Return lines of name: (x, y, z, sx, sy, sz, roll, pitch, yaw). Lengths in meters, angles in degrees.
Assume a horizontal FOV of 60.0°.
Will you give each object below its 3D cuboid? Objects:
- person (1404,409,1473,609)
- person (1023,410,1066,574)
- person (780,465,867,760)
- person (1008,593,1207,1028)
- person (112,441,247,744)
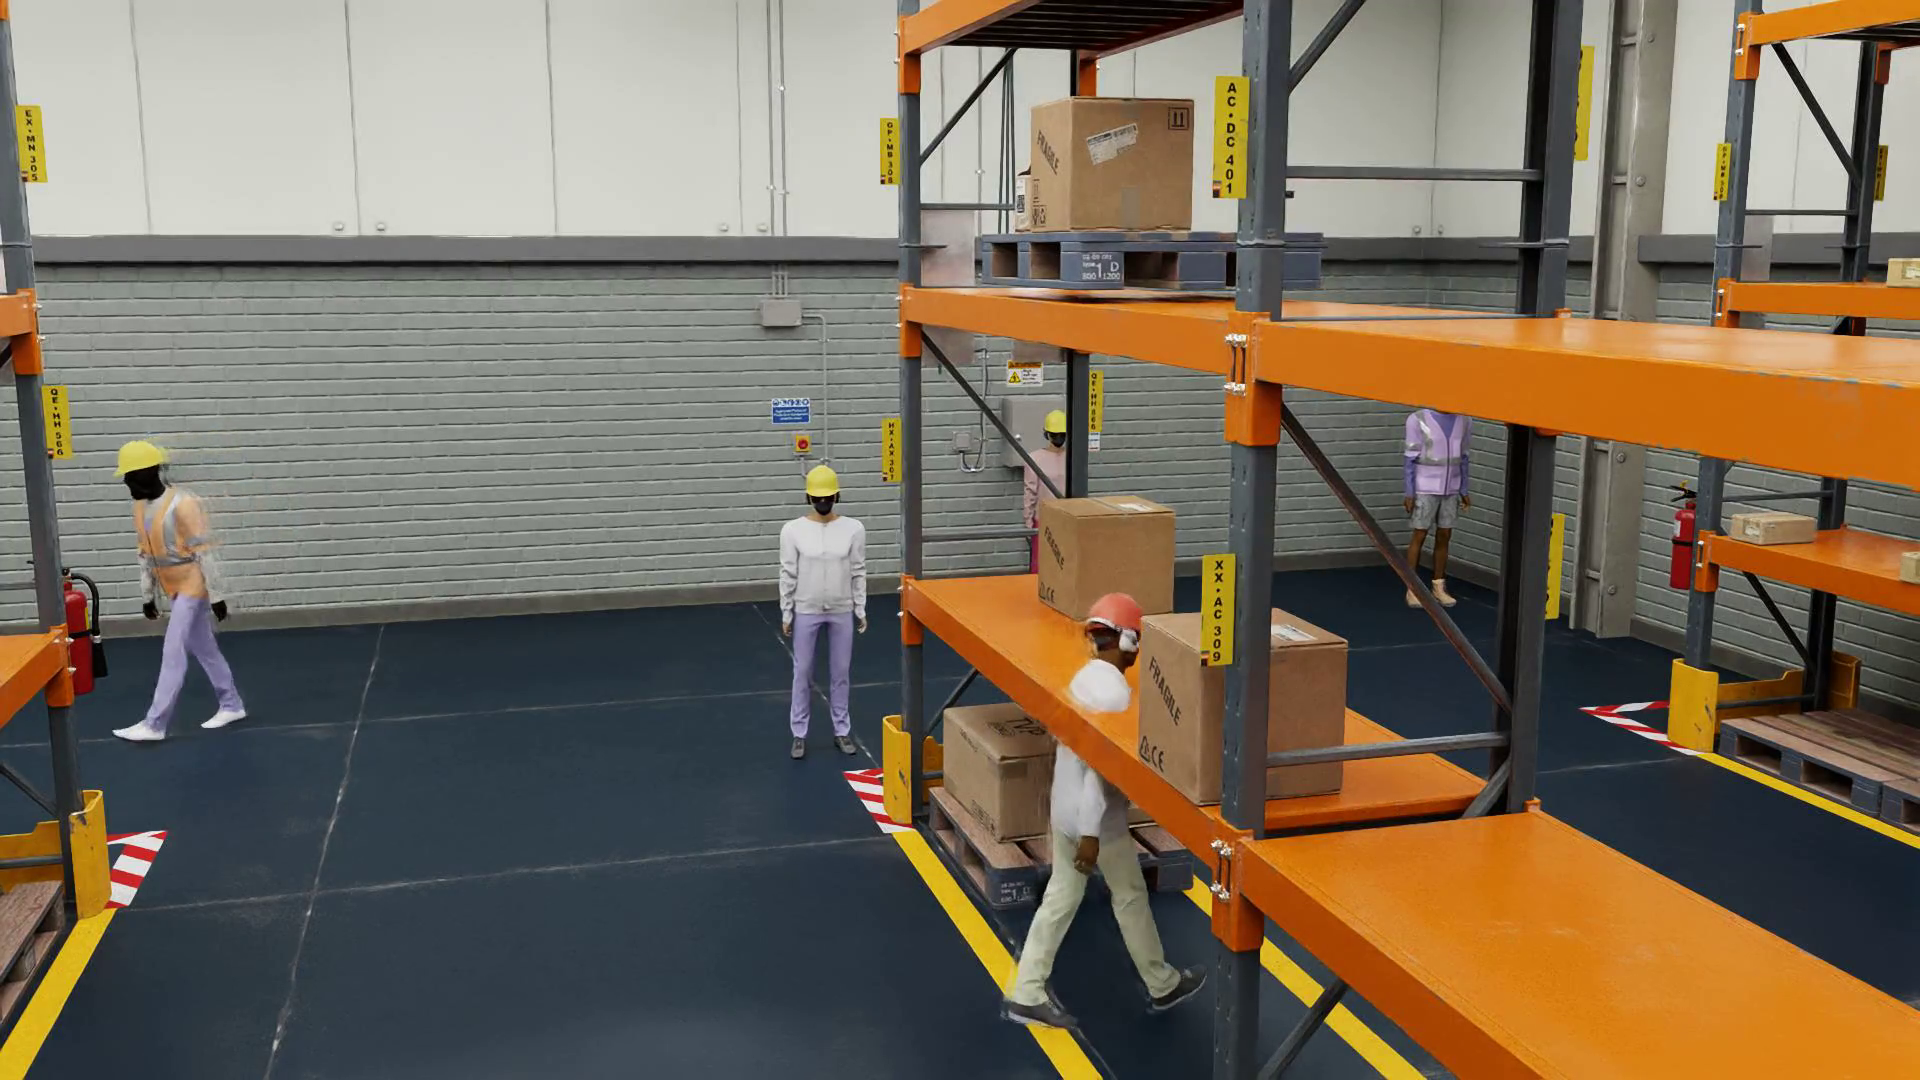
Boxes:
person: (4.041, -0.432, 14.026, 0.611, 2.042, 0.395, -2, 10, -14)
person: (0.765, -0.156, 13.241, 0.528, 1.767, 0.329, -2, 10, -14)
person: (-0.805, 0.430, 9.905, 0.528, 1.767, 0.329, -2, 10, -14)
person: (0.590, 1.065, 6.497, 0.867, 1.685, 0.619, -3, 10, -15)
person: (-4.887, 0.317, 10.276, 0.621, 1.858, 0.929, 8, 13, 39)
